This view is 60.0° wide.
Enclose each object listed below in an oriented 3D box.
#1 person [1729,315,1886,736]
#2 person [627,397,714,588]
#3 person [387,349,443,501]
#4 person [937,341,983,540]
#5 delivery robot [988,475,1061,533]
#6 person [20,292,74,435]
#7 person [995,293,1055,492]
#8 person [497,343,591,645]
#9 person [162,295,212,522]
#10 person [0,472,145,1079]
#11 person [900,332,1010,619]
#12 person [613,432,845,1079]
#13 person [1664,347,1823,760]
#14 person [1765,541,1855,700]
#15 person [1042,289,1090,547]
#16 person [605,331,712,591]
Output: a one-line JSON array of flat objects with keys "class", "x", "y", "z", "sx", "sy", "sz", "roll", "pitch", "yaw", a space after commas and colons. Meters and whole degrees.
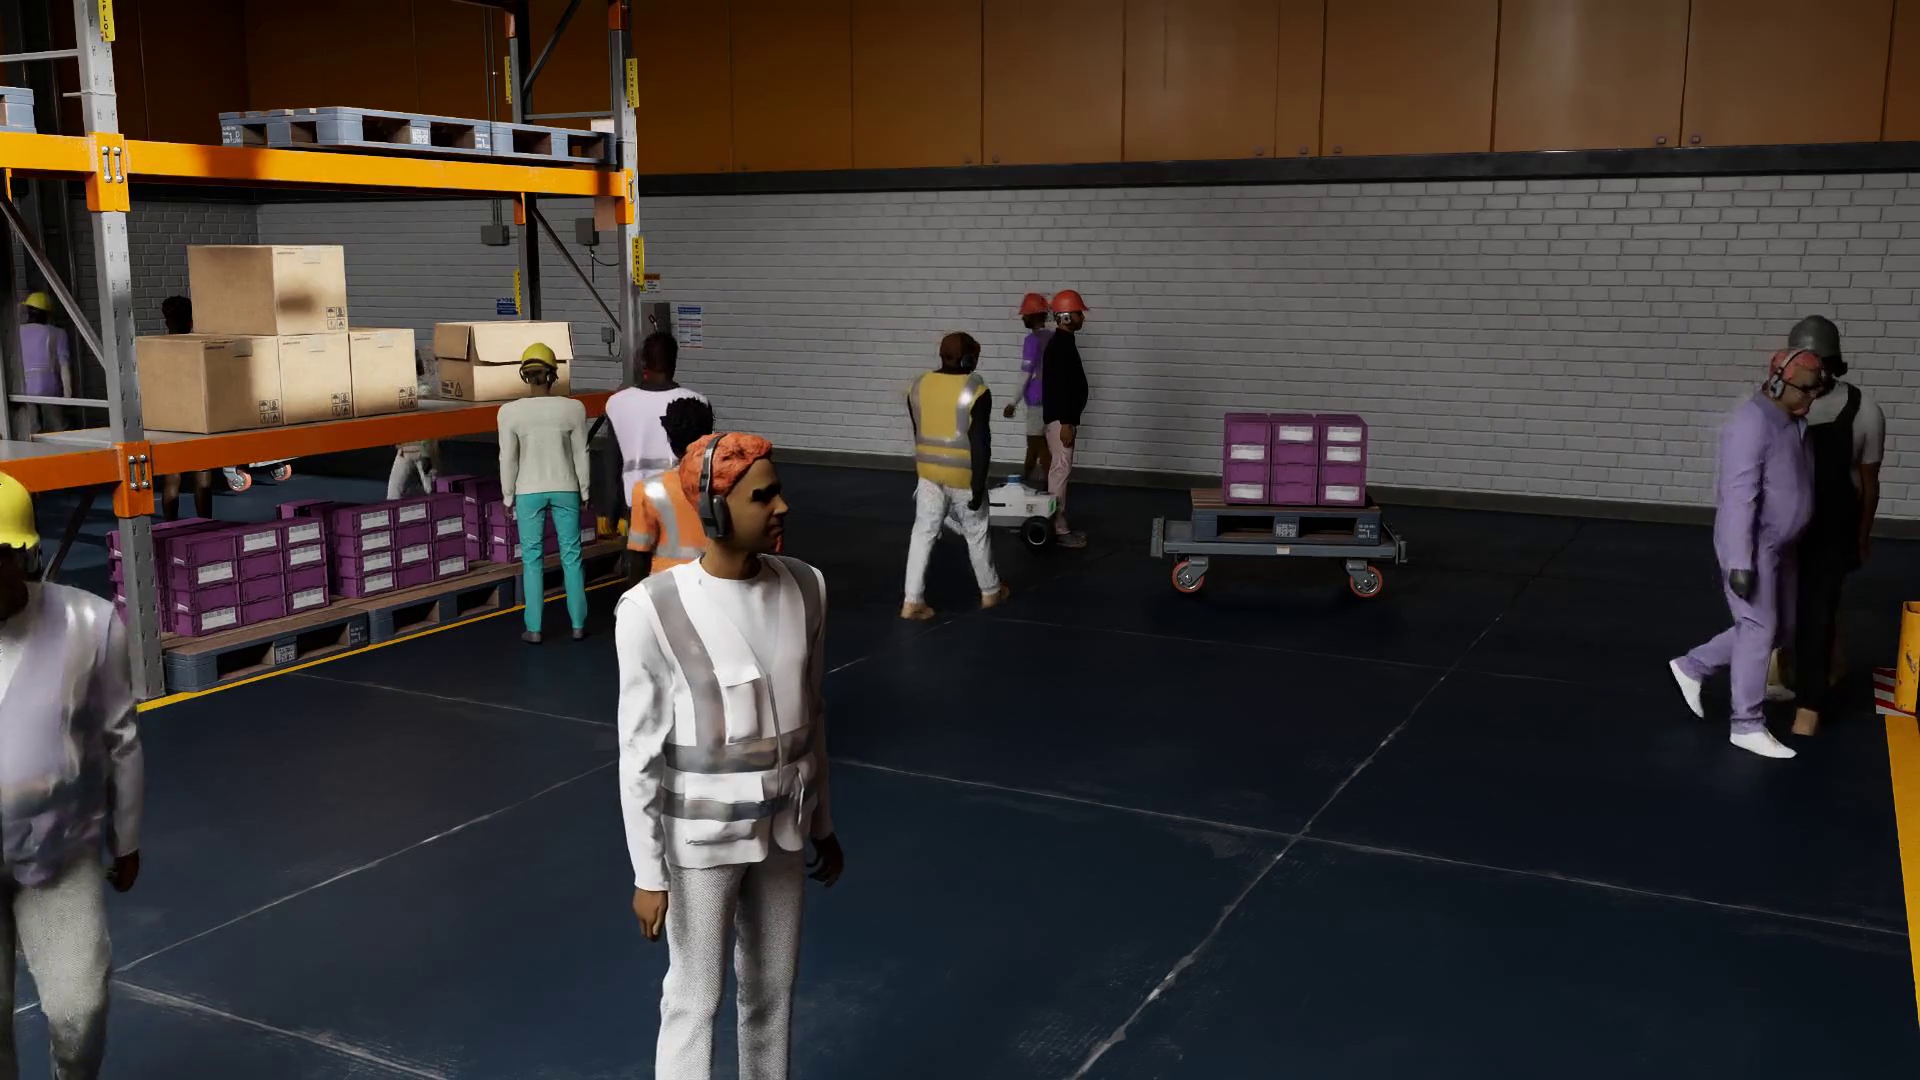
[{"class": "person", "x": 4.117, "y": -0.138, "z": 8.172, "sx": 0.696, "sy": 2.000, "sz": 0.864, "roll": 6, "pitch": 11, "yaw": 29}, {"class": "person", "x": -1.131, "y": 0.238, "z": 6.997, "sx": 0.557, "sy": 1.681, "sz": 0.448, "roll": -5, "pitch": 11, "yaw": -25}, {"class": "person", "x": -4.015, "y": -0.657, "z": 12.468, "sx": 0.823, "sy": 1.602, "sz": 0.522, "roll": -9, "pitch": 13, "yaw": -43}, {"class": "person", "x": -0.022, "y": -0.793, "z": 13.209, "sx": 0.660, "sy": 1.604, "sz": 0.373, "roll": 8, "pitch": 13, "yaw": 40}, {"class": "delivery robot", "x": 0.420, "y": -0.264, "z": 12.931, "sx": 0.707, "sy": 0.478, "sz": 0.477, "roll": 2, "pitch": 10, "yaw": 14}, {"class": "person", "x": -8.883, "y": -1.436, "z": 16.083, "sx": 0.616, "sy": 1.899, "sz": 0.469, "roll": -2, "pitch": 10, "yaw": -10}, {"class": "person", "x": 0.607, "y": -1.290, "z": 15.251, "sx": 0.798, "sy": 1.904, "sz": 0.557, "roll": 4, "pitch": 11, "yaw": 23}, {"class": "person", "x": -2.417, "y": -0.264, "z": 9.720, "sx": 0.522, "sy": 1.761, "sz": 0.327, "roll": -3, "pitch": 10, "yaw": -18}, {"class": "person", "x": -5.870, "y": -0.864, "z": 12.593, "sx": 0.618, "sy": 1.962, "sz": 0.361, "roll": 1, "pitch": 10, "yaw": 6}, {"class": "person", "x": -2.223, "y": 0.718, "z": 3.887, "sx": 0.585, "sy": 1.818, "sz": 0.484, "roll": -5, "pitch": 11, "yaw": -27}, {"class": "person", "x": -0.044, "y": -0.408, "z": 10.464, "sx": 0.620, "sy": 1.797, "sz": 0.963, "roll": 6, "pitch": 11, "yaw": 30}, {"class": "person", "x": -0.511, "y": 0.691, "z": 3.827, "sx": 0.345, "sy": 1.883, "sz": 0.584, "roll": 9, "pitch": 14, "yaw": 43}, {"class": "person", "x": 3.622, "y": 0.035, "z": 7.663, "sx": 0.695, "sy": 1.868, "sz": 0.611, "roll": -9, "pitch": 13, "yaw": -41}, {"class": "person", "x": 4.388, "y": 0.019, "z": 8.548, "sx": 0.811, "sy": 1.581, "sz": 0.516, "roll": -7, "pitch": 12, "yaw": -34}, {"class": "person", "x": 0.826, "y": -0.949, "z": 12.994, "sx": 0.375, "sy": 1.997, "sz": 0.612, "roll": 1, "pitch": 10, "yaw": 5}, {"class": "person", "x": -1.636, "y": -0.193, "z": 9.023, "sx": 0.600, "sy": 1.873, "sz": 1.010, "roll": 0, "pitch": 10, "yaw": -2}]
